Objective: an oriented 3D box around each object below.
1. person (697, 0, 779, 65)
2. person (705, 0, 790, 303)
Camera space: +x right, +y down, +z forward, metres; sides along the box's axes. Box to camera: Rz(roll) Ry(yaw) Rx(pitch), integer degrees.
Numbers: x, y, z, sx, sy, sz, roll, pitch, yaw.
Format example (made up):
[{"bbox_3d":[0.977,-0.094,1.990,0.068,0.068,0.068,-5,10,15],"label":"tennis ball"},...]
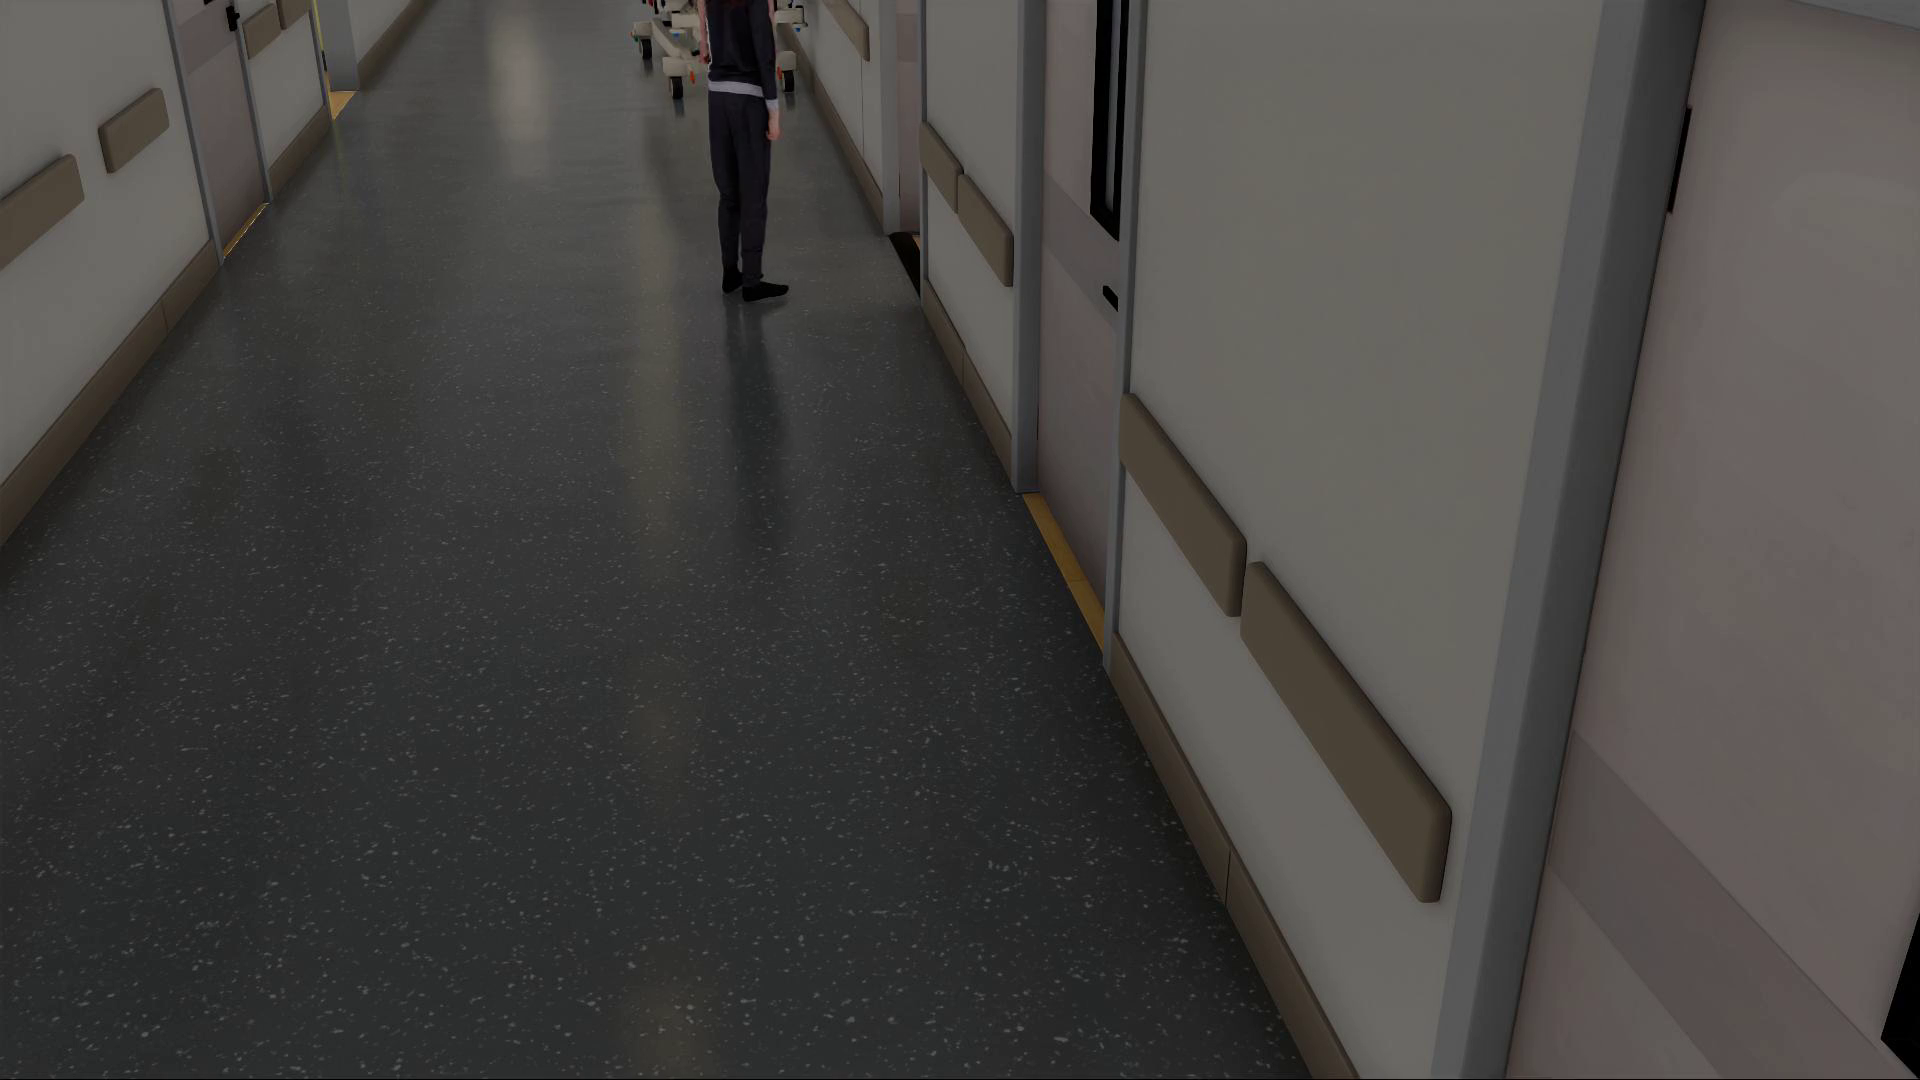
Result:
[{"bbox_3d":[-1.302,-2.863,9.559,1.062,1.766,0.823,-11,28,-21],"label":"person"},{"bbox_3d":[-1.023,-1.994,7.742,0.672,1.779,0.705,23,34,39],"label":"person"}]
